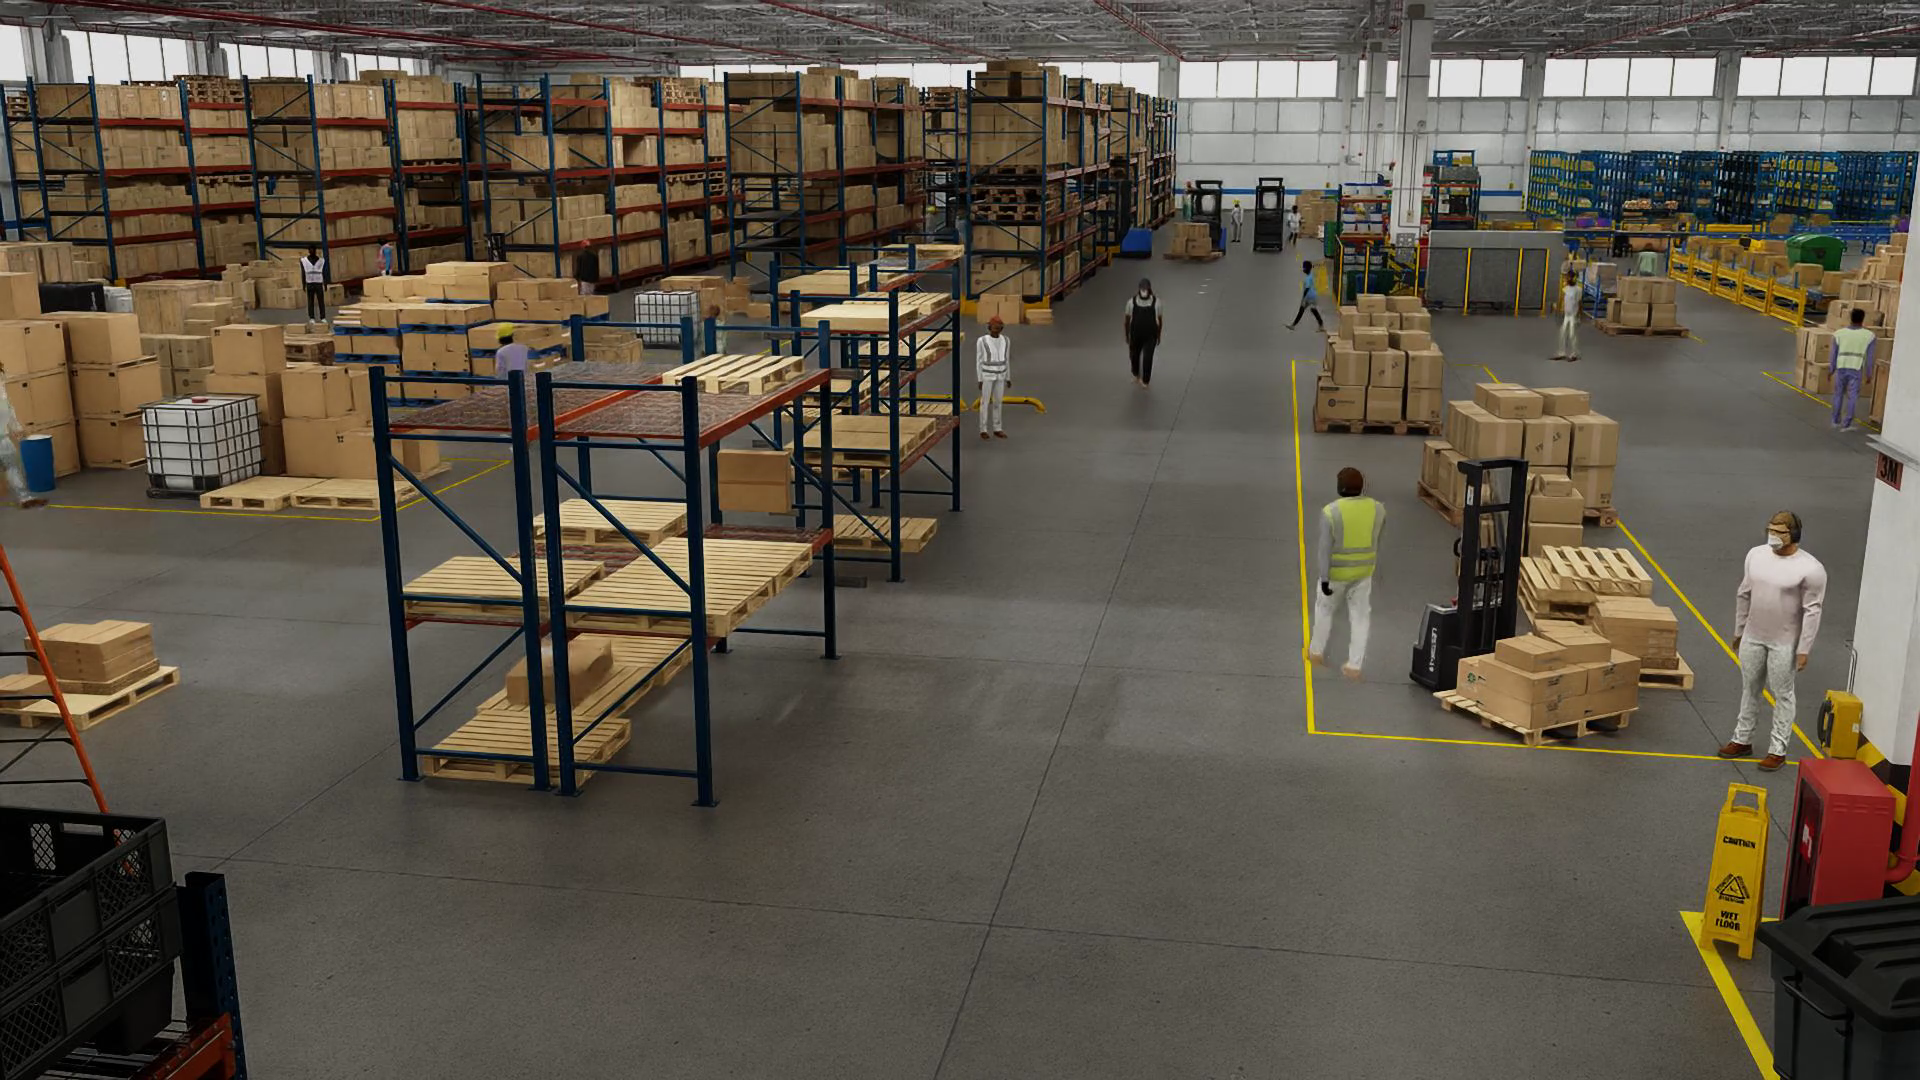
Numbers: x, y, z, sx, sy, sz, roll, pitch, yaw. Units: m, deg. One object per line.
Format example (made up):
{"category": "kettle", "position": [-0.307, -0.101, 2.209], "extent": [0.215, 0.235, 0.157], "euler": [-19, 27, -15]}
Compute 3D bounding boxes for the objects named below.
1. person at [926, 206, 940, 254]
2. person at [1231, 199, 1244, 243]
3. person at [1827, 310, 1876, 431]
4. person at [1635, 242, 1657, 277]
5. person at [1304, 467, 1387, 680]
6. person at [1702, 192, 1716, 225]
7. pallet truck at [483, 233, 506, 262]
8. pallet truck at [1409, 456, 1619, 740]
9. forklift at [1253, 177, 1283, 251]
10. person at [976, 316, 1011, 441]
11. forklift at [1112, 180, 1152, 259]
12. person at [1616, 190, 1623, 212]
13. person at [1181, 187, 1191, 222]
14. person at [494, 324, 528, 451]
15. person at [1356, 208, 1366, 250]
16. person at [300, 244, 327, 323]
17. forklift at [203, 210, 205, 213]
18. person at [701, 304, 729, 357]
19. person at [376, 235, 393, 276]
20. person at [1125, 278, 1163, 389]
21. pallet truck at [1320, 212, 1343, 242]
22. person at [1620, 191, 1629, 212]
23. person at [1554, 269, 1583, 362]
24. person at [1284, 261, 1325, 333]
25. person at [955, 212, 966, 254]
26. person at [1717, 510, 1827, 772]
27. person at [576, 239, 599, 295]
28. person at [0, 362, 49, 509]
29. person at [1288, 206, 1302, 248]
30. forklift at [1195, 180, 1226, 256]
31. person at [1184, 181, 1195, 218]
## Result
{"category": "person", "position": [-1.001, -11.783, 63.245], "extent": [0.709, 1.804, 0.601], "euler": [2, 14, 10]}
{"category": "person", "position": [11.600, -13.371, 69.701], "extent": [0.421, 1.816, 0.587], "euler": [-12, 19, -41]}
{"category": "person", "position": [14.003, -2.657, 26.129], "extent": [0.618, 1.860, 0.844], "euler": [9, 16, 31]}
{"category": "person", "position": [18.956, -7.418, 45.932], "extent": [0.511, 1.610, 0.684], "euler": [3, 14, 10]}
{"category": "person", "position": [3.309, 0.253, 14.384], "extent": [0.633, 1.811, 0.837], "euler": [-2, 14, -10]}
{"category": "person", "position": [36.370, -16.061, 80.635], "extent": [0.945, 1.797, 0.593], "euler": [6, 15, 23]}
{"category": "pallet truck", "position": [-11.832, -7.026, 43.548], "extent": [1.885, 1.965, 0.823], "euler": [8, 16, 28]}
{"category": "pallet truck", "position": [4.504, 0.400, 13.395], "extent": [0.823, 1.965, 1.885], "euler": [-6, 15, -23]}
{"category": "forklift", "position": [12.083, -12.747, 64.956], "extent": [1.129, 2.768, 1.873], "euler": [3, 14, 10]}
{"category": "person", "position": [0.513, -2.456, 25.222], "extent": [0.572, 1.887, 0.354], "euler": [-8, 16, -28]}
{"category": "forklift", "position": [6.082, -11.722, 60.796], "extent": [1.873, 2.768, 1.129], "euler": [2, 14, 9]}
{"category": "person", "position": [32.031, -16.046, 80.608], "extent": [0.670, 1.784, 0.460], "euler": [-11, 17, -37]}
{"category": "person", "position": [11.685, -17.327, 85.898], "extent": [0.530, 1.750, 0.667], "euler": [2, 14, 10]}
{"category": "person", "position": [-6.655, -2.251, 24.447], "extent": [0.754, 1.864, 0.634], "euler": [7, 16, 27]}
{"category": "person", "position": [15.328, -11.859, 63.737], "extent": [0.896, 1.725, 0.534], "euler": [-10, 17, -36]}
{"category": "person", "position": [-15.737, -6.246, 40.564], "extent": [0.587, 1.911, 0.397], "euler": [-7, 15, -25]}
{"category": "forklift", "position": [-26.081, -10.767, 56.920], "extent": [1.129, 2.768, 1.873], "euler": [3, 14, 10]}
{"category": "person", "position": [-4.335, -3.334, 29.334], "extent": [0.516, 1.627, 0.404], "euler": [6, 15, 22]}
{"category": "person", "position": [-15.692, -7.403, 45.406], "extent": [0.429, 1.843, 0.632], "euler": [-7, 16, -28]}
{"category": "person", "position": [3.342, -3.773, 30.252], "extent": [0.684, 2.000, 0.572], "euler": [2, 14, 9]}
{"category": "pallet truck", "position": [15.874, -13.227, 70.310], "extent": [0.680, 1.201, 1.601], "euler": [10, 17, 35]}
{"category": "person", "position": [31.963, -16.020, 80.224], "extent": [0.815, 1.919, 0.632], "euler": [6, 15, 24]}
{"category": "person", "position": [12.411, -4.559, 33.796], "extent": [0.313, 1.868, 0.532], "euler": [-4, 14, -16]}
{"category": "person", "position": [8.081, -5.651, 38.675], "extent": [0.958, 1.631, 0.536], "euler": [1, 14, 5]}
{"category": "person", "position": [-0.057, -11.570, 62.832], "extent": [0.510, 1.581, 0.843], "euler": [12, 18, 41]}
{"category": "person", "position": [5.952, 0.729, 12.181], "extent": [0.371, 1.941, 0.627], "euler": [-8, 16, -30]}
{"category": "person", "position": [-9.256, -6.493, 41.433], "extent": [0.629, 1.972, 0.709], "euler": [-11, 18, -37]}
{"category": "person", "position": [-11.965, -1.308, 20.579], "extent": [1.002, 1.896, 0.643], "euler": [-3, 14, -13]}
{"category": "person", "position": [13.411, -12.556, 66.652], "extent": [0.547, 1.684, 0.396], "euler": [-3, 14, -12]}
{"category": "forklift", "position": [9.126, -11.830, 61.233], "extent": [1.129, 2.768, 1.873], "euler": [5, 15, 20]}
{"category": "person", "position": [12.348, -18.368, 89.708], "extent": [0.633, 1.955, 0.997], "euler": [1, 14, 4]}
